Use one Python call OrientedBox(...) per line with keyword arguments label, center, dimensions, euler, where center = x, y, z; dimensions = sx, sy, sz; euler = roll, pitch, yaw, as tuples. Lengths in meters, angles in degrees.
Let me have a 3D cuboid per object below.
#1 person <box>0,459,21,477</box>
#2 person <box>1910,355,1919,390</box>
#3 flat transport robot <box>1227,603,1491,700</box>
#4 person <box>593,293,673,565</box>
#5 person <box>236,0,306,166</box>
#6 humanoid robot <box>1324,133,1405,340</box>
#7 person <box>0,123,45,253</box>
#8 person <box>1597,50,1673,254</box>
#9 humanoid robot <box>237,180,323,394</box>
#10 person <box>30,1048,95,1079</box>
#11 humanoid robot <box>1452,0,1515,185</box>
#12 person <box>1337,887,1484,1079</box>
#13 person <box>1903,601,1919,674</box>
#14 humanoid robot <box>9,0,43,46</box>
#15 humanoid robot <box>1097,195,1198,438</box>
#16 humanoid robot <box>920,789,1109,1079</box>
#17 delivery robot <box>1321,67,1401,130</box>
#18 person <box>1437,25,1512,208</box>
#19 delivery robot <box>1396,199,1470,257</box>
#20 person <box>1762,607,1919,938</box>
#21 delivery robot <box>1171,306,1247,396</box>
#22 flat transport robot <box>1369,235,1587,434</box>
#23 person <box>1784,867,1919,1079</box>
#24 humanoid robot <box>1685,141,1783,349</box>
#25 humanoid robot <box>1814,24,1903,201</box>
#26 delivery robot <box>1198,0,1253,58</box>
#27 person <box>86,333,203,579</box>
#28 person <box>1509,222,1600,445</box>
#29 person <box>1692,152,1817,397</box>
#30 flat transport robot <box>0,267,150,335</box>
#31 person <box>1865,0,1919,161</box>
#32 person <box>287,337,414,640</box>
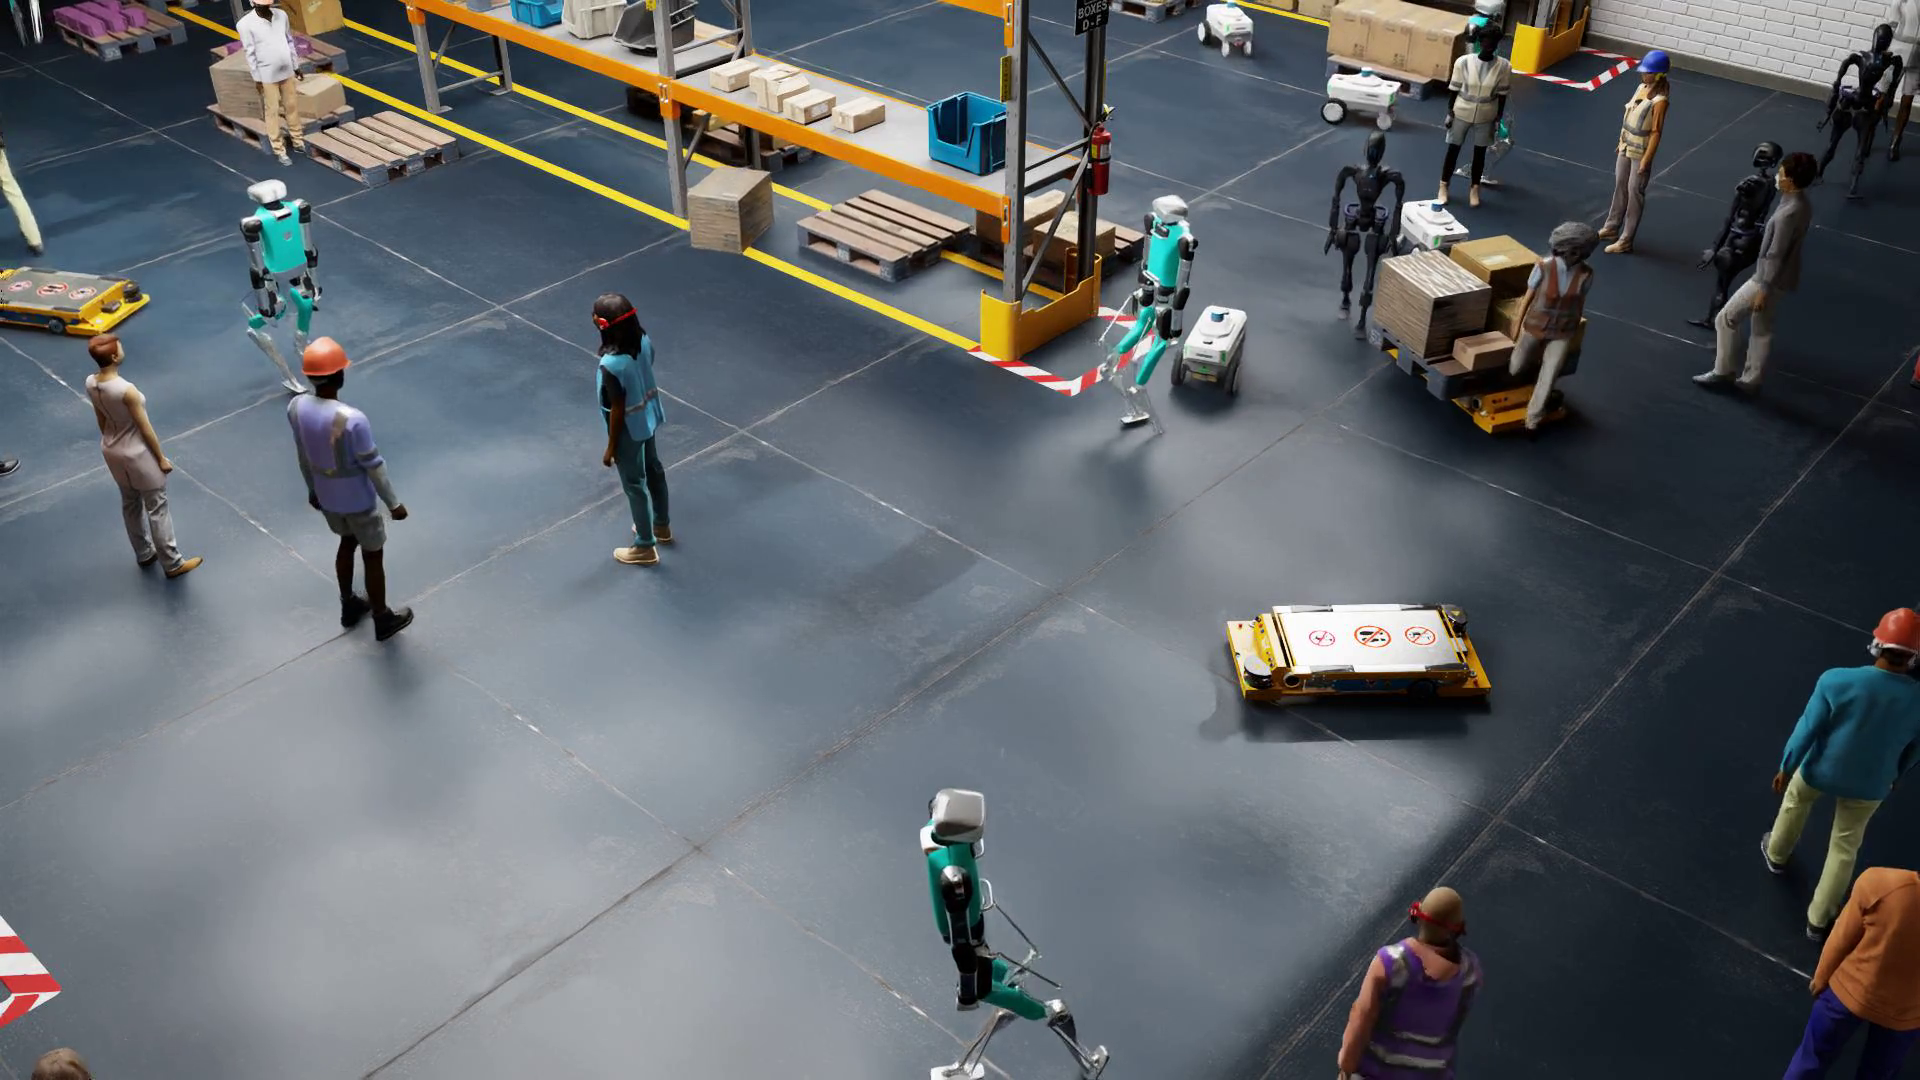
OrientedBox(label="person", center=(-6.885, -1.253, 11.252), dimensions=(0.599, 1.827, 0.404), euler=(20, 39, 27))
OrientedBox(label="person", center=(7.461, -1.919, 12.272), dimensions=(0.318, 1.767, 0.533), euler=(21, 40, 28))
OrientedBox(label="flat transport robot", center=(2.348, 0.664, 9.848), dimensions=(1.431, 0.231, 0.659), euler=(-1, 35, -1))
OrientedBox(label="person", center=(-2.047, -0.686, 10.398), dimensions=(0.389, 1.866, 0.527), euler=(11, 36, 15))
OrientedBox(label="person", center=(-6.596, -4.524, 16.061), dimensions=(0.336, 1.745, 0.561), euler=(20, 39, 26))
OrientedBox(label="humanoid robot", center=(3.193, -2.434, 13.113), dimensions=(0.589, 1.635, 0.606), euler=(11, 36, 15))
OrientedBox(label="person", center=(-8.478, -3.350, 14.333), dimensions=(0.985, 1.777, 0.647), euler=(23, 41, 30))
OrientedBox(label="person", center=(5.816, -3.346, 14.329), dimensions=(0.309, 1.778, 0.459), euler=(-5, 35, -8))
OrientedBox(label="humanoid robot", center=(-5.010, -1.795, 12.164), dimensions=(0.748, 1.830, 0.537), euler=(22, 40, 28))
OrientedBox(label="person", center=(-3.022, 2.446, 6.047), dimensions=(0.539, 1.653, 0.341), euler=(-14, 37, -19))
OrientedBox(label="humanoid robot", center=(5.004, -4.101, 15.454), dimensions=(0.784, 1.774, 0.543), euler=(25, 42, 31))
OrientedBox(label="person", center=(1.740, 2.078, 6.586), dimensions=(0.489, 1.638, 0.754), euler=(6, 35, 9))
OrientedBox(label="person", center=(5.709, 0.076, 9.312), dimensions=(0.330, 1.844, 0.512), euler=(-14, 37, -19))
OrientedBox(label="humanoid robot", center=(-10.779, -6.458, 18.964), dimensions=(0.539, 1.901, 0.714), euler=(-14, 37, -20))
OrientedBox(label="humanoid robot", center=(1.259, -1.500, 11.746), dimensions=(0.664, 1.863, 0.544), euler=(-17, 38, -23))
OrientedBox(label="humanoid robot", center=(0.300, 1.728, 7.044), dimensions=(0.924, 1.786, 0.555), euler=(-4, 35, -6))
OrientedBox(label="delivery robot", center=(4.144, -4.581, 17.209), dimensions=(0.809, 0.611, 0.499), euler=(14, 37, 20))
OrientedBox(label="person", center=(4.687, -3.862, 15.154), dimensions=(0.533, 1.695, 0.320), euler=(7, 35, 11))
OrientedBox(label="delivery robot", center=(4.098, -2.644, 14.381), dimensions=(0.502, 0.585, 0.757), euler=(-7, 35, -11))
OrientedBox(label="person", center=(4.256, 1.070, 7.997), dimensions=(0.604, 1.704, 0.759), euler=(11, 36, 16))
OrientedBox(label="delivery robot", center=(1.946, -1.490, 12.711), dimensions=(0.499, 0.587, 0.777), euler=(13, 37, 17))
OrientedBox(label="flat transport robot", center=(3.897, -1.273, 12.655), dimensions=(0.659, 0.231, 1.431), euler=(-12, 36, -17))
OrientedBox(label="person", center=(3.709, 1.819, 6.679), dimensions=(0.516, 1.974, 0.397), euler=(18, 39, 25))
OrientedBox(label="humanoid robot", center=(6.012, -2.294, 12.918), dimensions=(0.617, 1.648, 0.606), euler=(-20, 39, -26))
OrientedBox(label="humanoid robot", center=(8.295, -3.960, 15.345), dimensions=(0.606, 1.616, 0.784), euler=(5, 35, 8))
OrientedBox(label="delivery robot", center=(3.084, -5.906, 19.124), dimensions=(0.499, 0.606, 0.790), euler=(-8, 35, -11))
OrientedBox(label="person", center=(-5.132, -0.519, 10.344), dimensions=(0.441, 1.653, 0.281), euler=(15, 37, 20))
OrientedBox(label="person", center=(4.183, -1.565, 11.859), dimensions=(0.464, 1.653, 0.710), euler=(7, 35, 10))
OrientedBox(label="person", center=(5.842, -1.941, 12.202), dimensions=(0.626, 1.878, 0.541), euler=(27, 43, 33))
OrientedBox(label="flat transport robot", center=(-7.497, -1.965, 13.657), dimensions=(1.431, 0.231, 0.659), euler=(8, 35, 11))
OrientedBox(label="person", center=(9.148, -4.637, 16.076), dimensions=(0.546, 1.924, 0.382), euler=(14, 37, 19))
OrientedBox(label="person", center=(-3.562, -0.286, 9.773), dimensions=(0.605, 1.925, 0.400), euler=(17, 38, 23))
